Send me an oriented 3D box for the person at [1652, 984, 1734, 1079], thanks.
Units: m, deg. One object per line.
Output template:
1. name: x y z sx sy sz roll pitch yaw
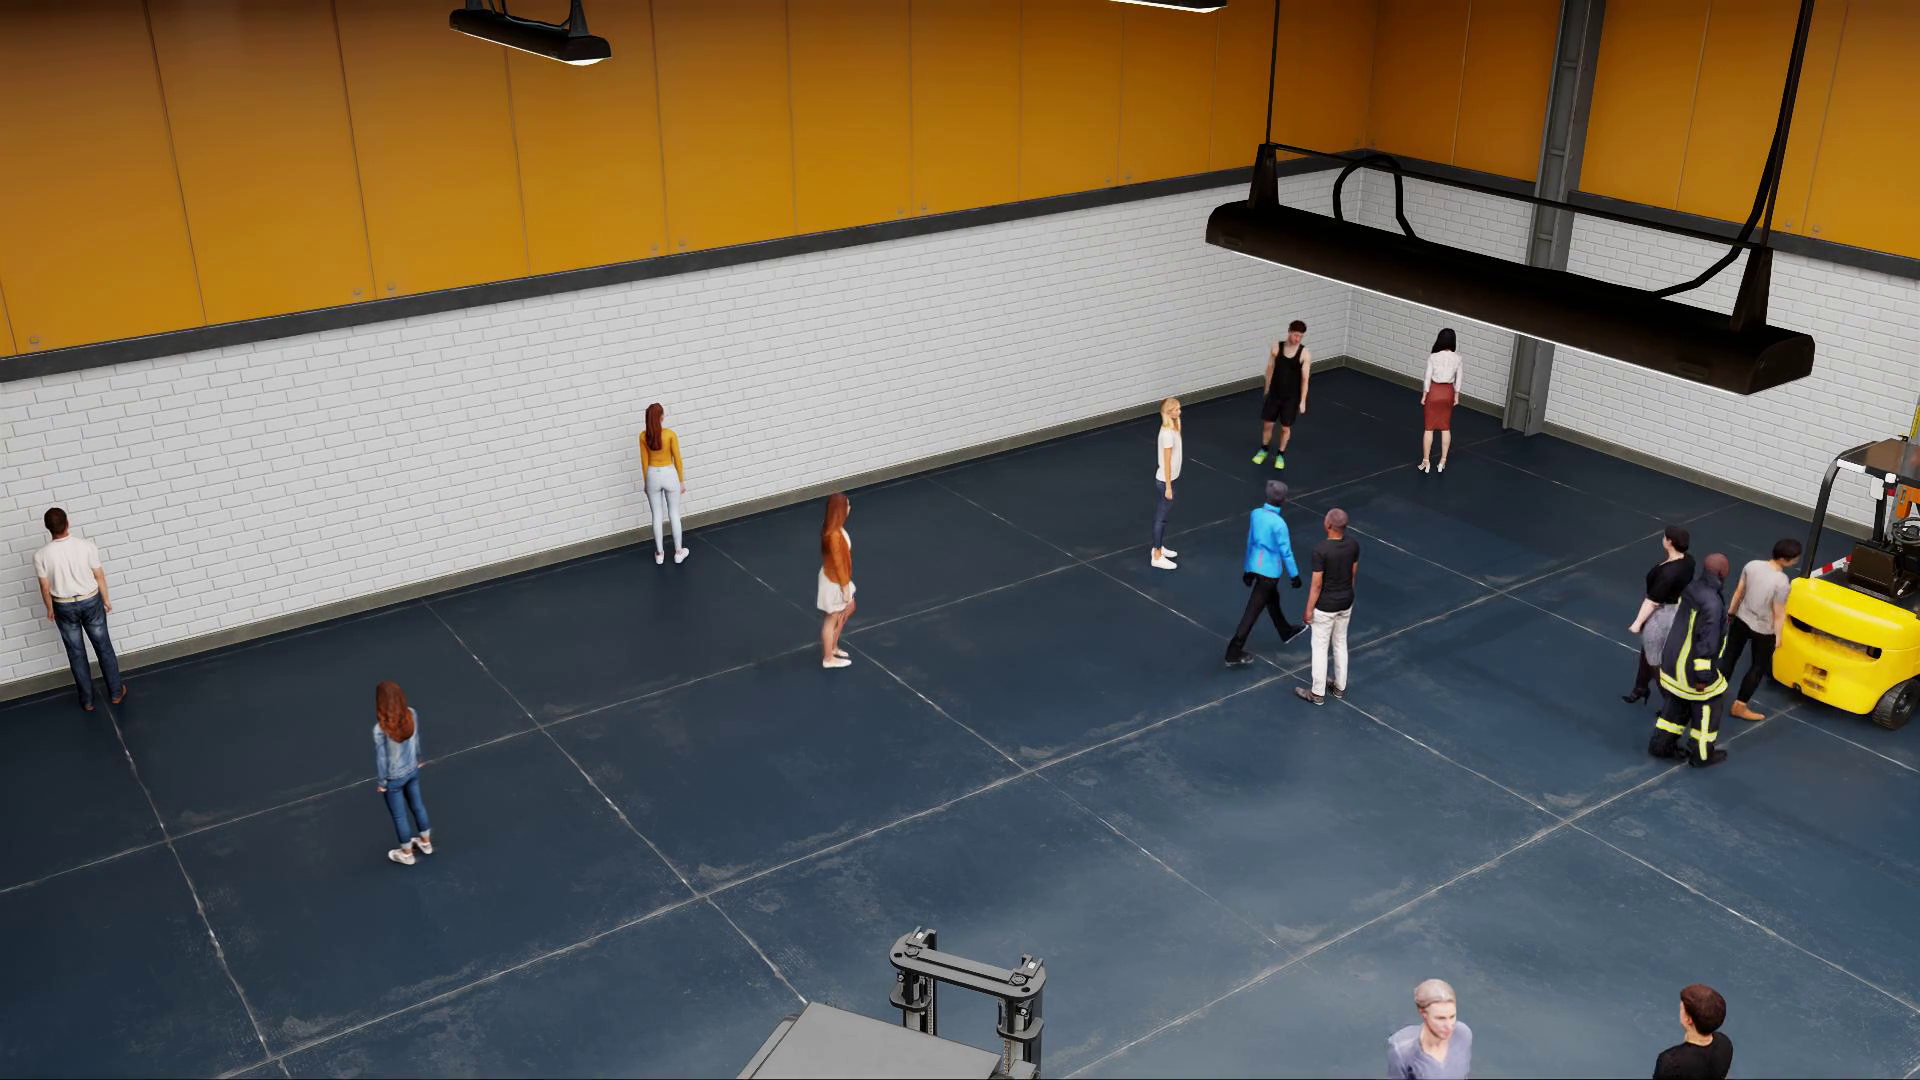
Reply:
1. person: 3.740 3.132 8.563 0.731 1.833 1.187 -13 27 -28

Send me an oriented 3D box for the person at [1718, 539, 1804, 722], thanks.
1. person: 6.750 0.717 14.270 0.869 1.687 0.523 -17 29 -34

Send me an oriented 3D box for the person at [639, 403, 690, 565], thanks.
1. person: -3.073 -0.592 17.186 0.692 1.750 0.730 0 24 0

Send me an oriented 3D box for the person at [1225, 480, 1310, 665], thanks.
1. person: 2.684 0.345 15.058 0.845 1.737 1.180 -10 25 -21

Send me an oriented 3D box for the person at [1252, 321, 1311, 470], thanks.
1. person: 3.813 -1.727 19.655 0.810 1.852 0.940 18 29 35

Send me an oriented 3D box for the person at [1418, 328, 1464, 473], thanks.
1. person: 5.647 -1.647 19.600 0.681 1.750 0.696 0 24 -1

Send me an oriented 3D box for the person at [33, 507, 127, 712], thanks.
1. person: -7.615 0.586 14.359 0.675 1.856 0.594 -13 27 -27

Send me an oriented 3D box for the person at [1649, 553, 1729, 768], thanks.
1. person: 5.910 0.965 13.578 1.059 1.787 0.993 4 24 9

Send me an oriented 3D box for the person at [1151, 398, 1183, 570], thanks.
1. person: 2.125 -0.608 17.150 0.725 1.808 0.657 3 24 7

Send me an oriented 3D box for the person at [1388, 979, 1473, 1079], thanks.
1. person: 2.363 3.053 8.696 0.773 1.872 0.795 -6 24 -14

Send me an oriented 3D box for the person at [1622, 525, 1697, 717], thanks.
1. person: 6.086 0.735 14.174 0.841 1.731 0.753 20 30 37

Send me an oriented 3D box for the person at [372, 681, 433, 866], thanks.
1. person: -4.127 1.708 12.266 0.641 1.475 0.626 11 26 23

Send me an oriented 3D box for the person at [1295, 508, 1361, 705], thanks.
1. person: 3.225 0.571 14.458 0.673 1.804 0.628 -12 26 -25

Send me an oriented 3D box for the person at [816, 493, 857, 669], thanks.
1. person: -1.218 0.381 15.009 0.808 1.711 0.698 -4 24 -8
